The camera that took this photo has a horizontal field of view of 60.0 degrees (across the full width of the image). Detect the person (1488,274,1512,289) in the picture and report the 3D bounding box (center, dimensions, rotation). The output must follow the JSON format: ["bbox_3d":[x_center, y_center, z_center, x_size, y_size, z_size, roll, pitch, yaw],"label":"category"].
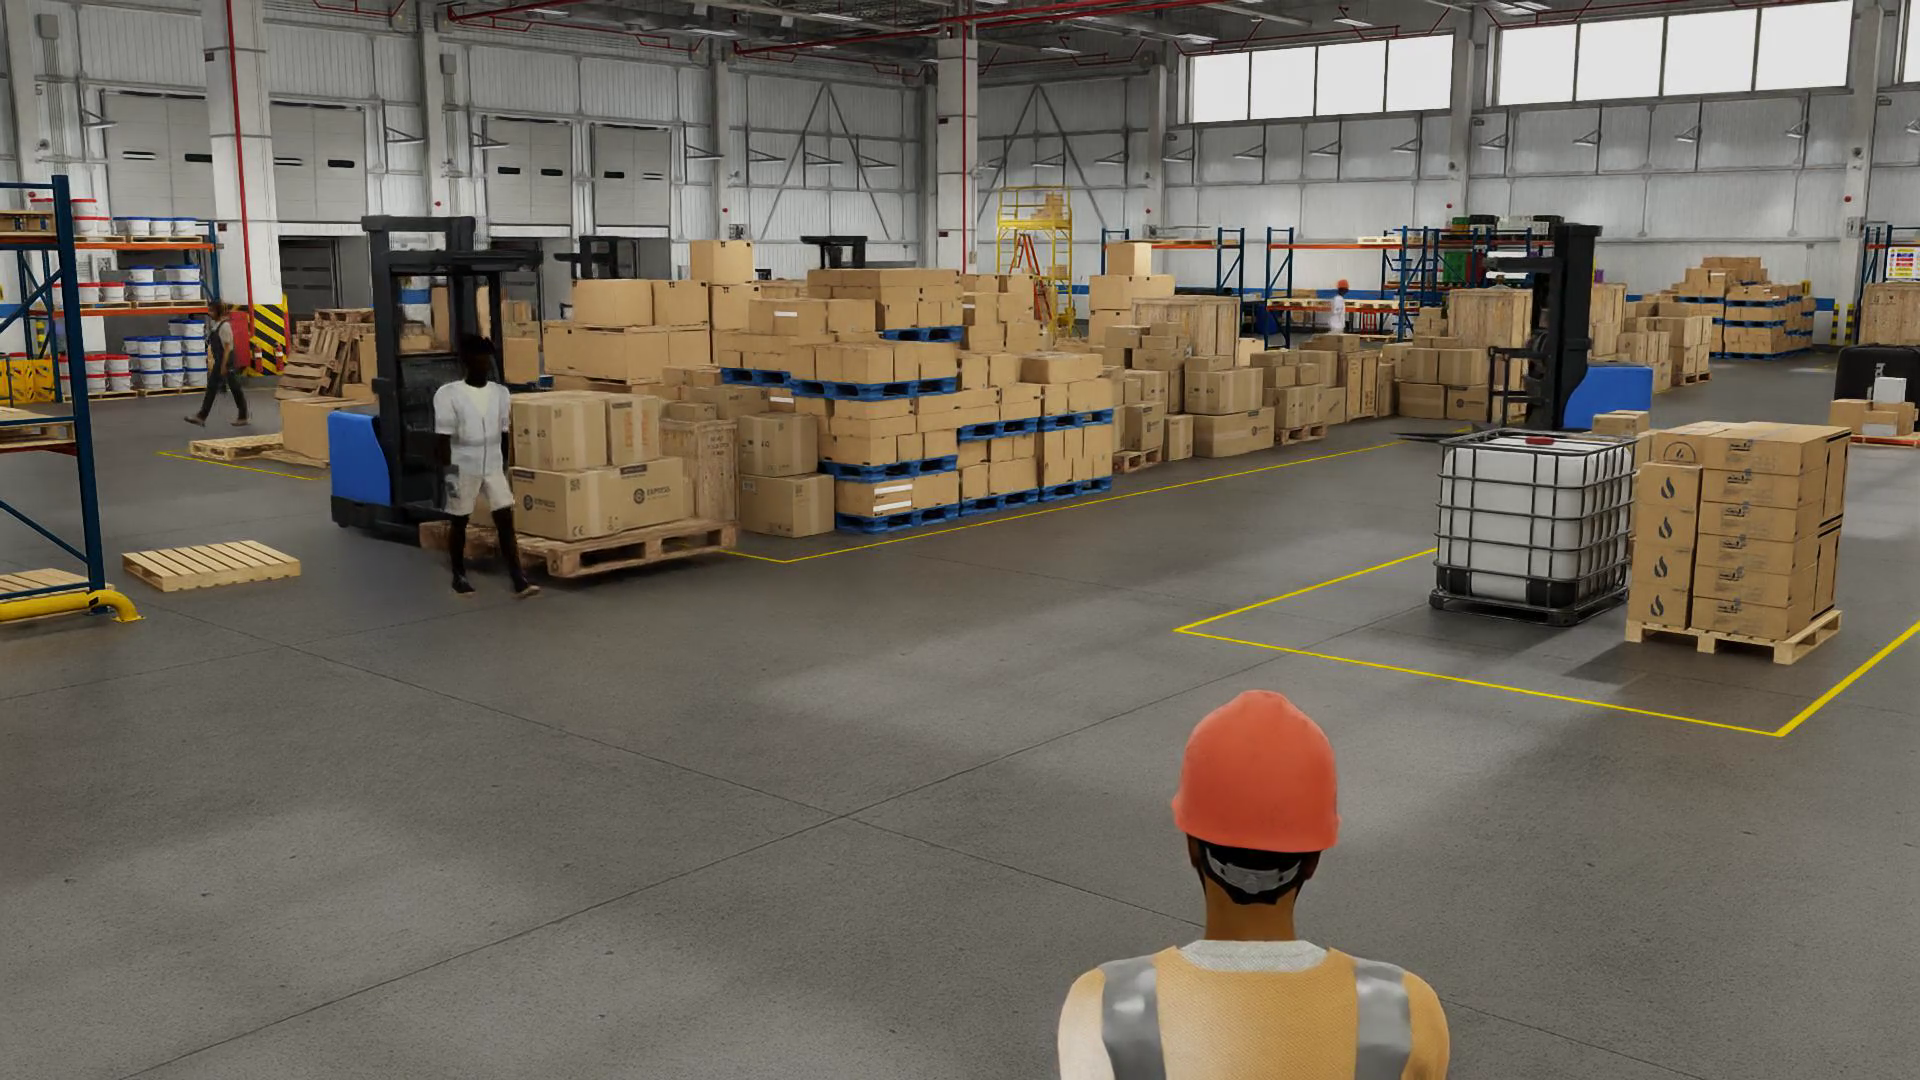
[{"bbox_3d":[12.841,-5.375,39.676,0.636,1.939,0.365,0,10,3],"label":"person"}]

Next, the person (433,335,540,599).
[{"bbox_3d":[-3.442,-0.499,11.969,0.630,1.920,0.968,-9,13,-41],"label":"person"}]

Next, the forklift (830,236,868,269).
[{"bbox_3d":[-2.564,-5.633,38.461,1.129,2.768,1.873,8,13,37],"label":"forklift"}]

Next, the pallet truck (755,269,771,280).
[{"bbox_3d":[-4.996,-6.432,45.525,1.885,1.965,0.823,-6,12,-32],"label":"pallet truck"}]

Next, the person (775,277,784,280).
[{"bbox_3d":[-4.095,-5.095,38.262,0.442,1.876,0.587,1,10,4],"label":"person"}]

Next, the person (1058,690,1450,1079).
[{"bbox_3d":[0.406,1.170,2.410,0.542,1.939,0.361,0,10,3],"label":"person"}]

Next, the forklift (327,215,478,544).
[{"bbox_3d":[-4.718,-1.464,14.729,1.873,2.768,1.129,8,13,40],"label":"forklift"}]

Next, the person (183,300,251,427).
[{"bbox_3d":[-10.587,-2.493,23.634,0.544,1.803,0.939,10,14,43],"label":"person"}]

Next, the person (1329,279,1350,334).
[{"bbox_3d":[7.929,-4.545,35.102,0.971,1.898,0.549,4,11,21],"label":"person"}]

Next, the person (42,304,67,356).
[{"bbox_3d":[-16.969,-3.876,31.343,0.562,1.866,0.864,0,10,1],"label":"person"}]

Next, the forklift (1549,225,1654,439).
[{"bbox_3d":[7.708,-2.567,21.005,1.873,2.768,1.129,1,10,7],"label":"forklift"}]

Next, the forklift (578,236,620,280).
[{"bbox_3d":[-8.242,-5.589,38.213,1.873,2.768,1.129,8,13,40],"label":"forklift"}]
